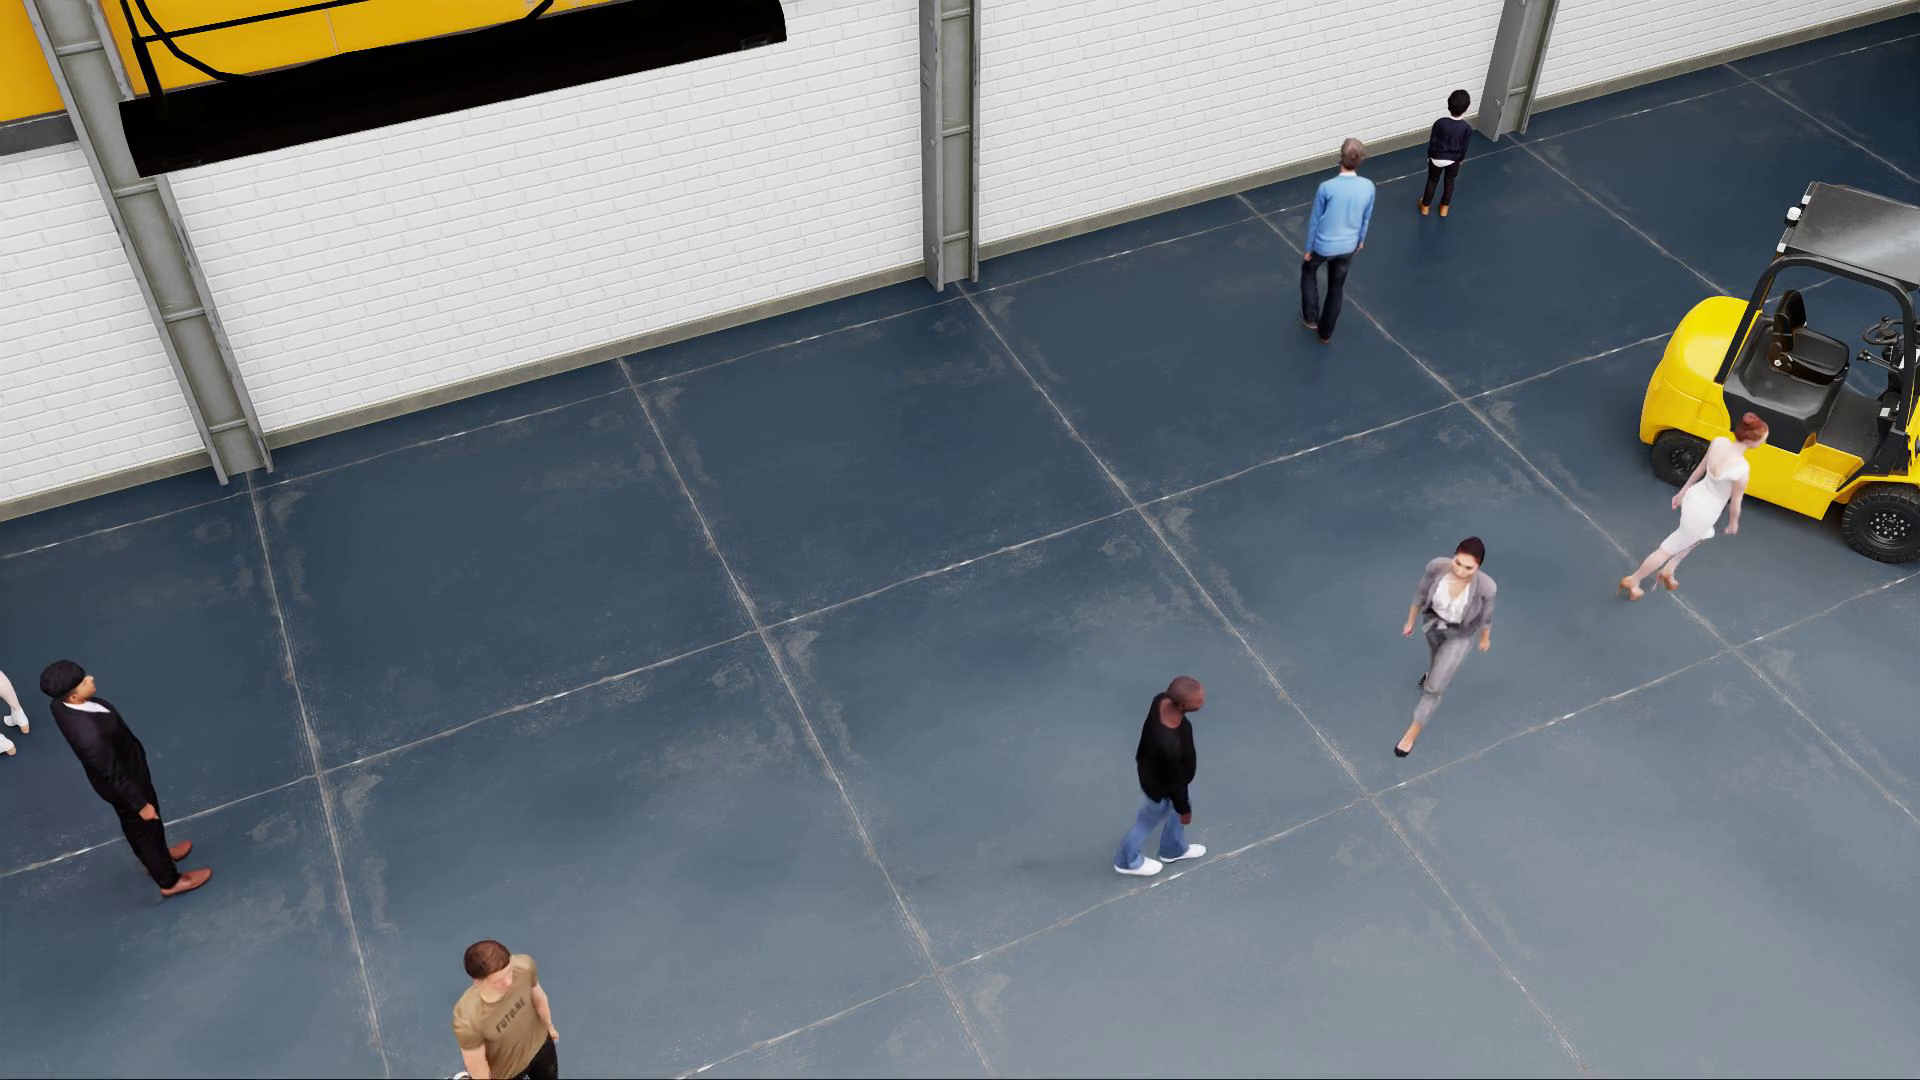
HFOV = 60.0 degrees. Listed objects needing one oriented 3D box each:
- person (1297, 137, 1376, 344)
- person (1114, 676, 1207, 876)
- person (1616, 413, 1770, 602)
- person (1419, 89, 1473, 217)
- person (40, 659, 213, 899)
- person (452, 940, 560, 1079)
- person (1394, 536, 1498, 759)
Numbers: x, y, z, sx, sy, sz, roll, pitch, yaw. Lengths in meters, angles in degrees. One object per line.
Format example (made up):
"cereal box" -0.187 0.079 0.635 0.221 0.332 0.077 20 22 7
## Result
"person" 3.032 -2.349 13.387 0.707 1.801 0.829 -3 44 -3
"person" 1.071 1.378 9.526 0.912 1.730 0.801 0 44 0
"person" 4.828 -0.159 11.117 0.882 1.762 0.766 -1 44 -1
"person" 4.393 -3.488 15.001 0.560 1.225 0.639 8 44 8
"person" -4.783 1.354 9.441 0.679 1.884 0.760 -33 53 -30
"person" -2.279 2.508 8.263 1.061 1.837 1.092 23 48 23
"person" 3.111 0.550 10.491 0.978 1.599 1.280 32 52 29
